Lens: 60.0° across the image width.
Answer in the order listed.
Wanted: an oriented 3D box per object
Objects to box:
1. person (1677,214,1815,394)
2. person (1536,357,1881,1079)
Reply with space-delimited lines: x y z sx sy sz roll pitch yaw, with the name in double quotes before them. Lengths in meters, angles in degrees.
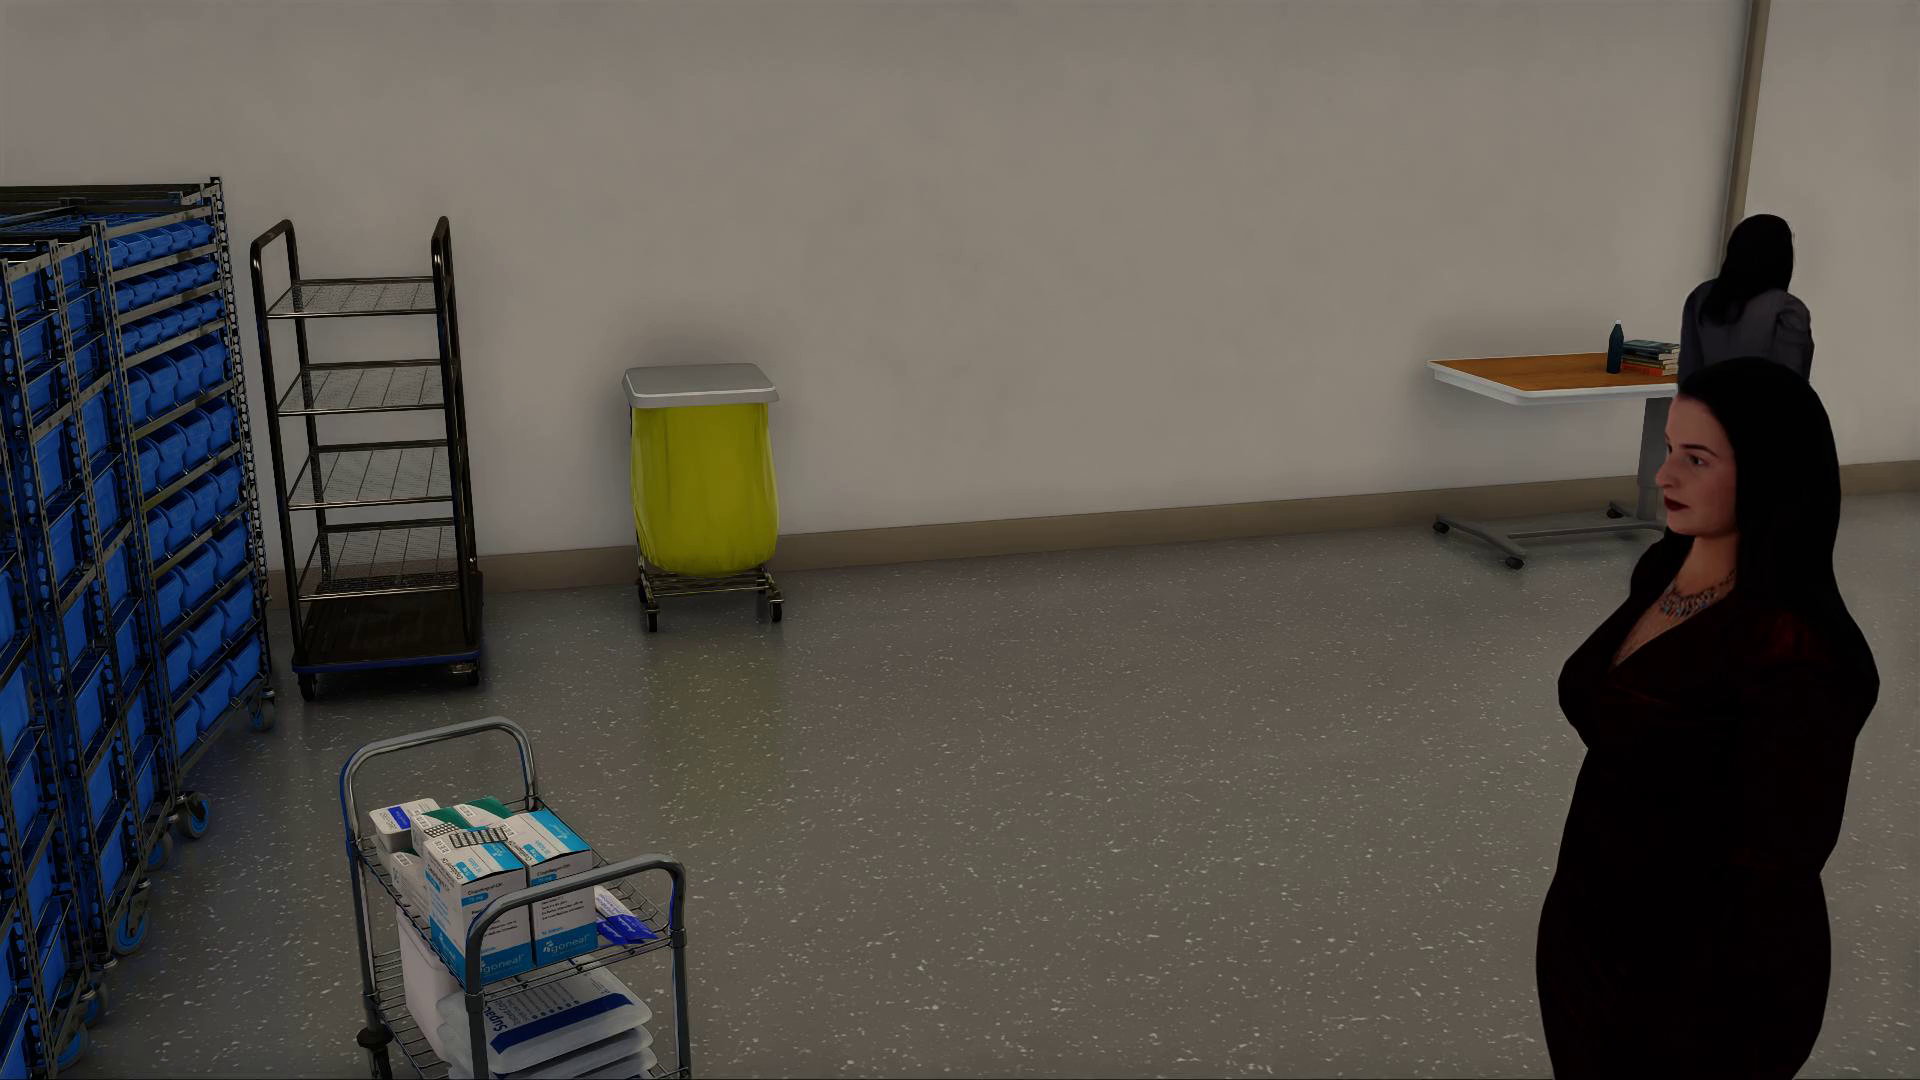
"person" 2.999 -0.445 6.407 0.749 1.597 0.746 -9 18 -30
"person" 1.066 0.594 2.428 0.682 1.757 0.728 0 16 0
